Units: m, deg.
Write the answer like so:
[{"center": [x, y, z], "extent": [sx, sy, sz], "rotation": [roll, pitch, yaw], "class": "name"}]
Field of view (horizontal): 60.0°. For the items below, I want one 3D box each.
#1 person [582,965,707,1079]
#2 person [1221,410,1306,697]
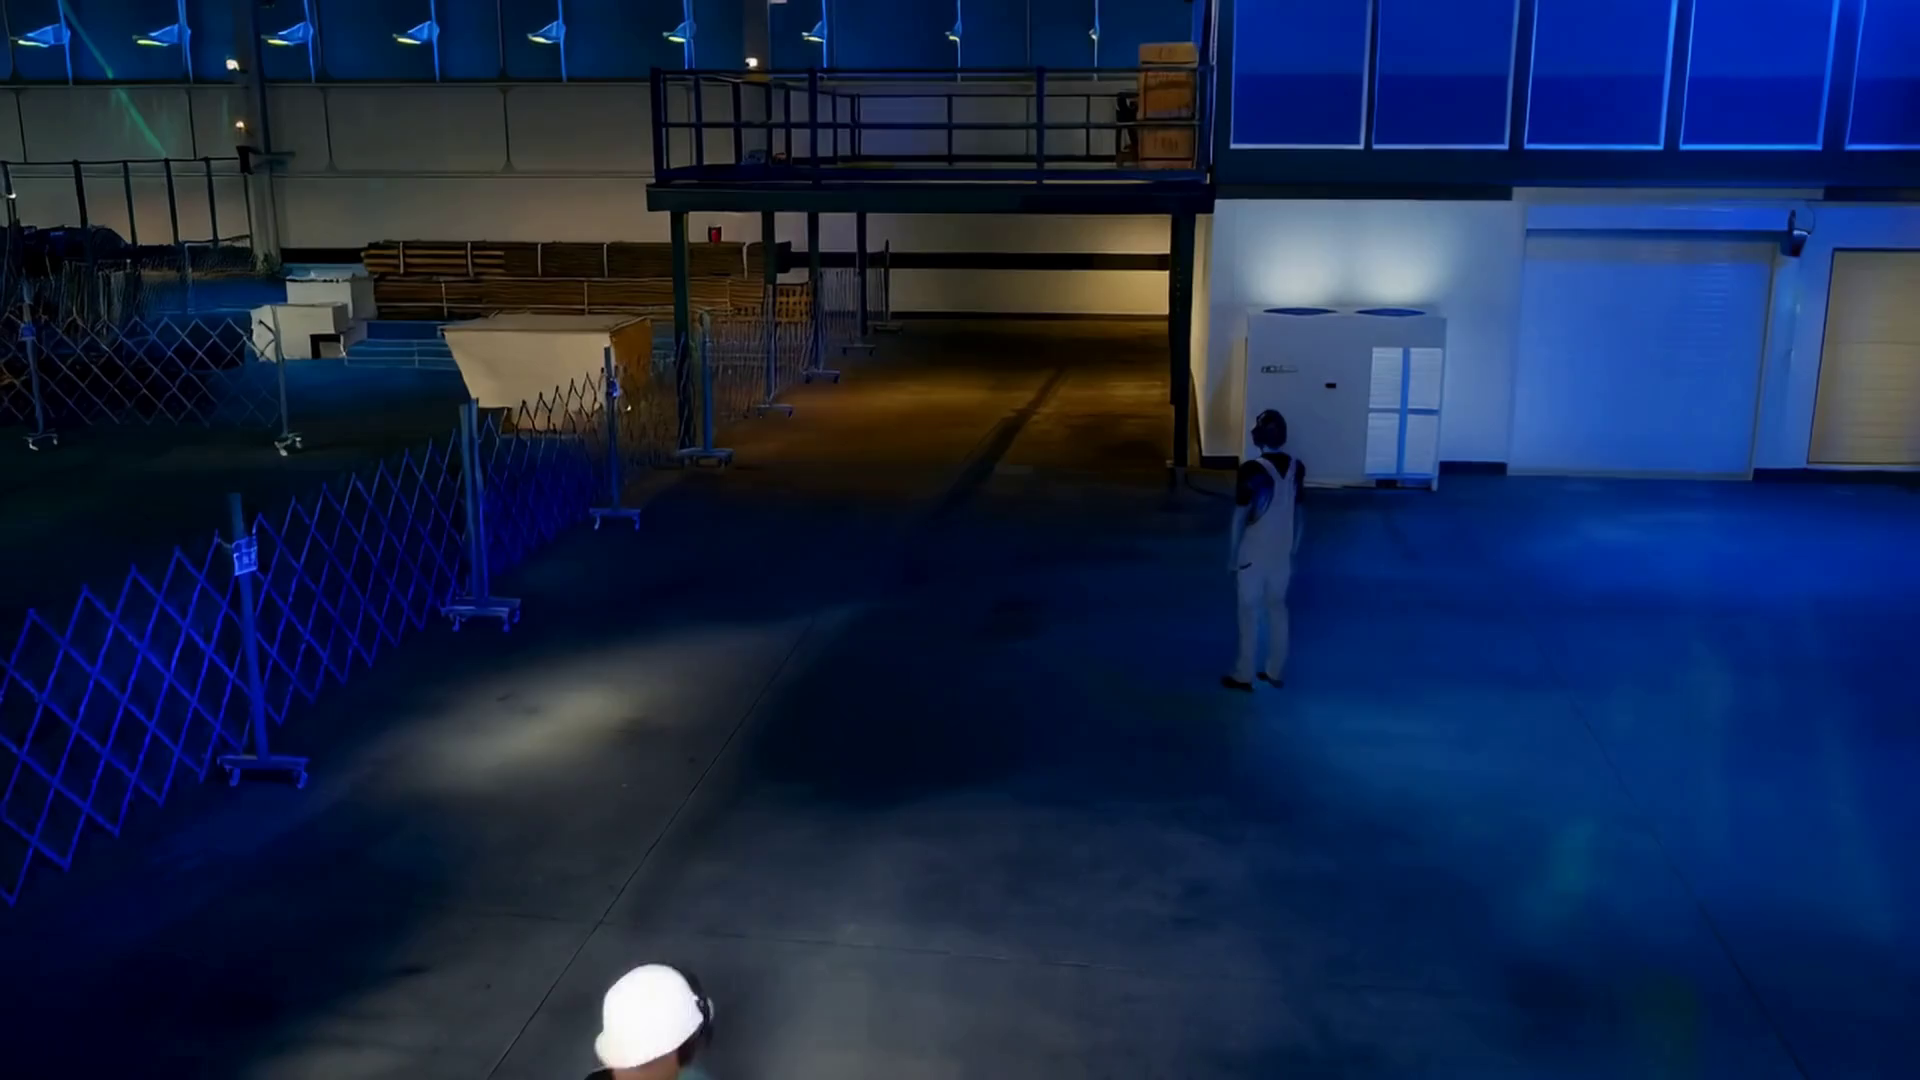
[{"center": [-0.669, 1.782, 3.918], "extent": [0.540, 1.714, 0.904], "rotation": [5, 15, 20], "class": "person"}, {"center": [1.952, 0.087, 10.610], "extent": [0.506, 1.843, 0.340], "rotation": [-6, 15, -24], "class": "person"}]
